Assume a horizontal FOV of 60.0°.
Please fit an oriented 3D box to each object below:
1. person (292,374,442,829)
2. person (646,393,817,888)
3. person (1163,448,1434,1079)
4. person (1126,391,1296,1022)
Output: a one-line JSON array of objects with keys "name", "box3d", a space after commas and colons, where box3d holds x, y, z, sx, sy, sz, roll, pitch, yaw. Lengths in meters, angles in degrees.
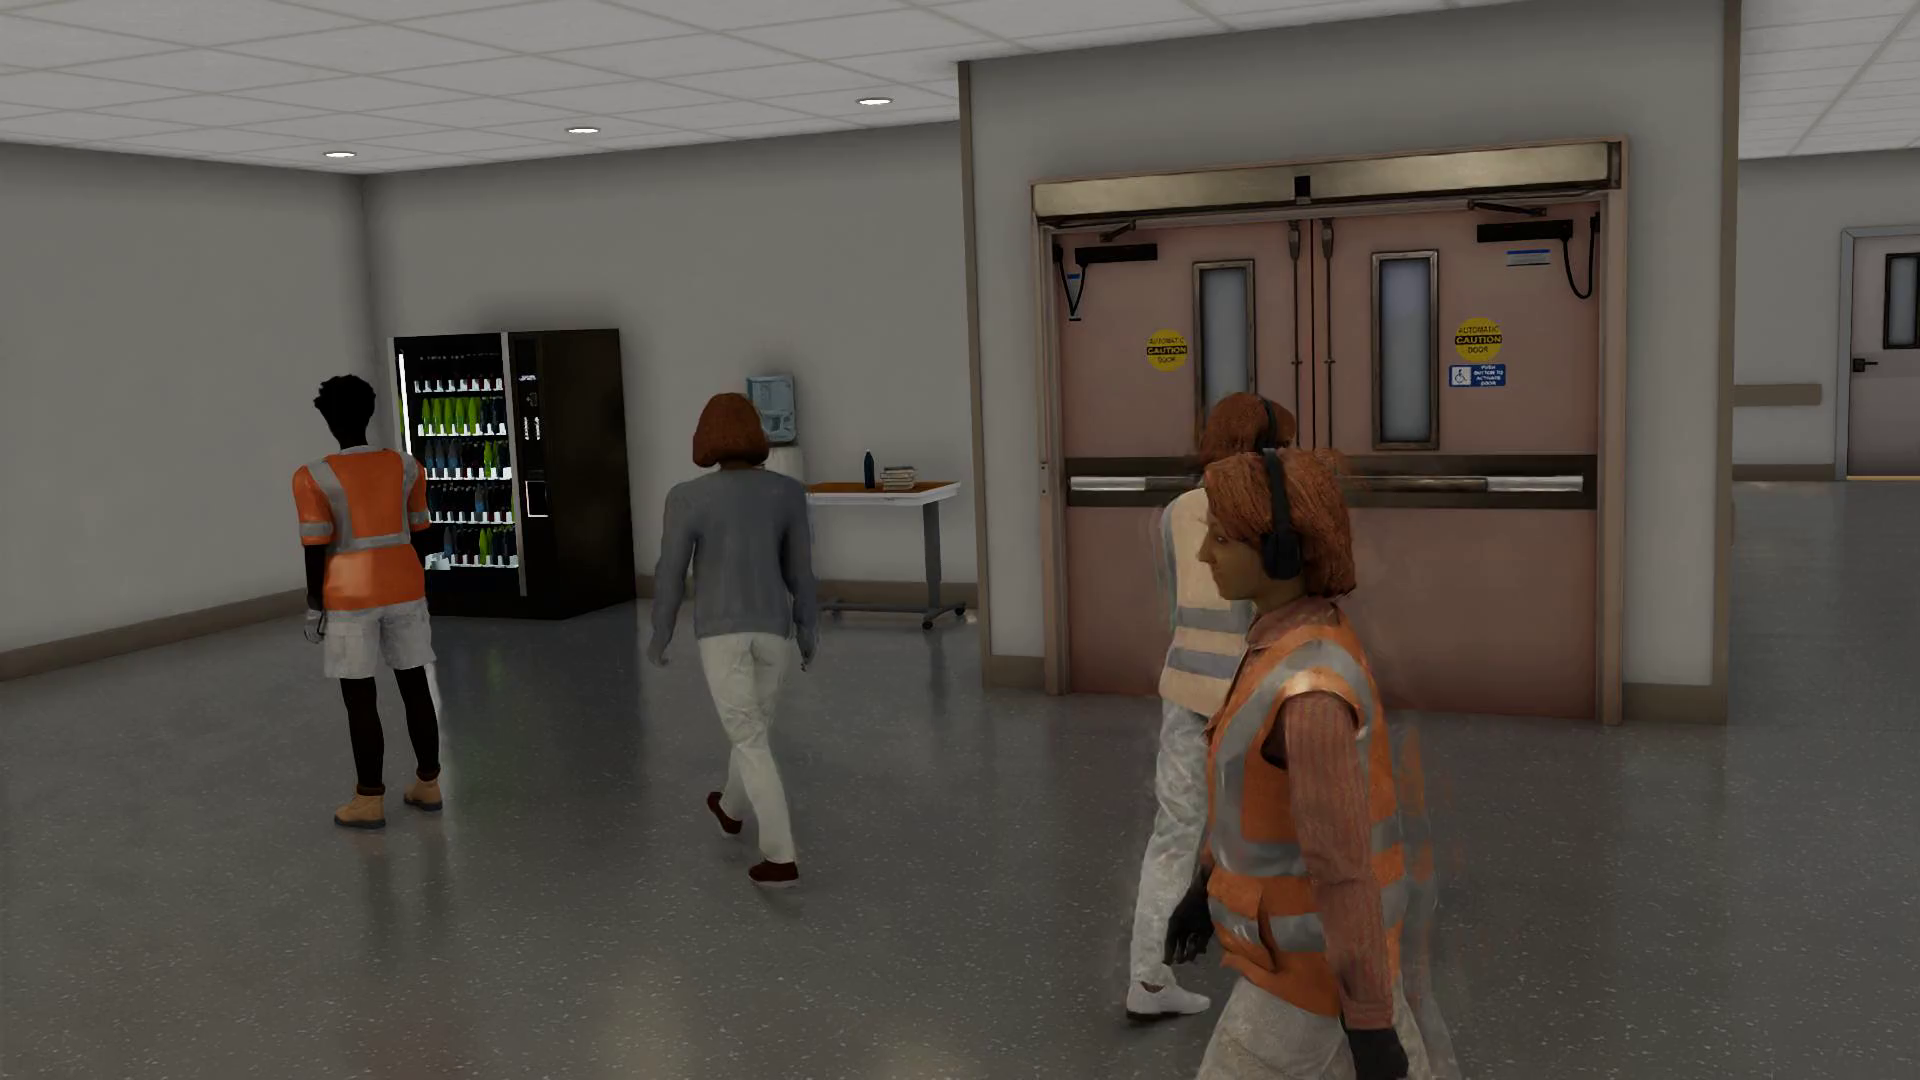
[{"name": "person", "box3d": [-2.210, 0.228, 6.227, 0.321, 1.694, 0.535, 4, 10, 40]}, {"name": "person", "box3d": [-0.755, 0.310, 5.534, 0.516, 1.585, 0.849, -7, 9, -33]}, {"name": "person", "box3d": [0.570, 0.643, 2.583, 0.891, 1.591, 0.502, -1, 8, 13]}, {"name": "person", "box3d": [0.745, 0.413, 4.297, 0.883, 1.581, 0.549, -8, 9, -37]}]
